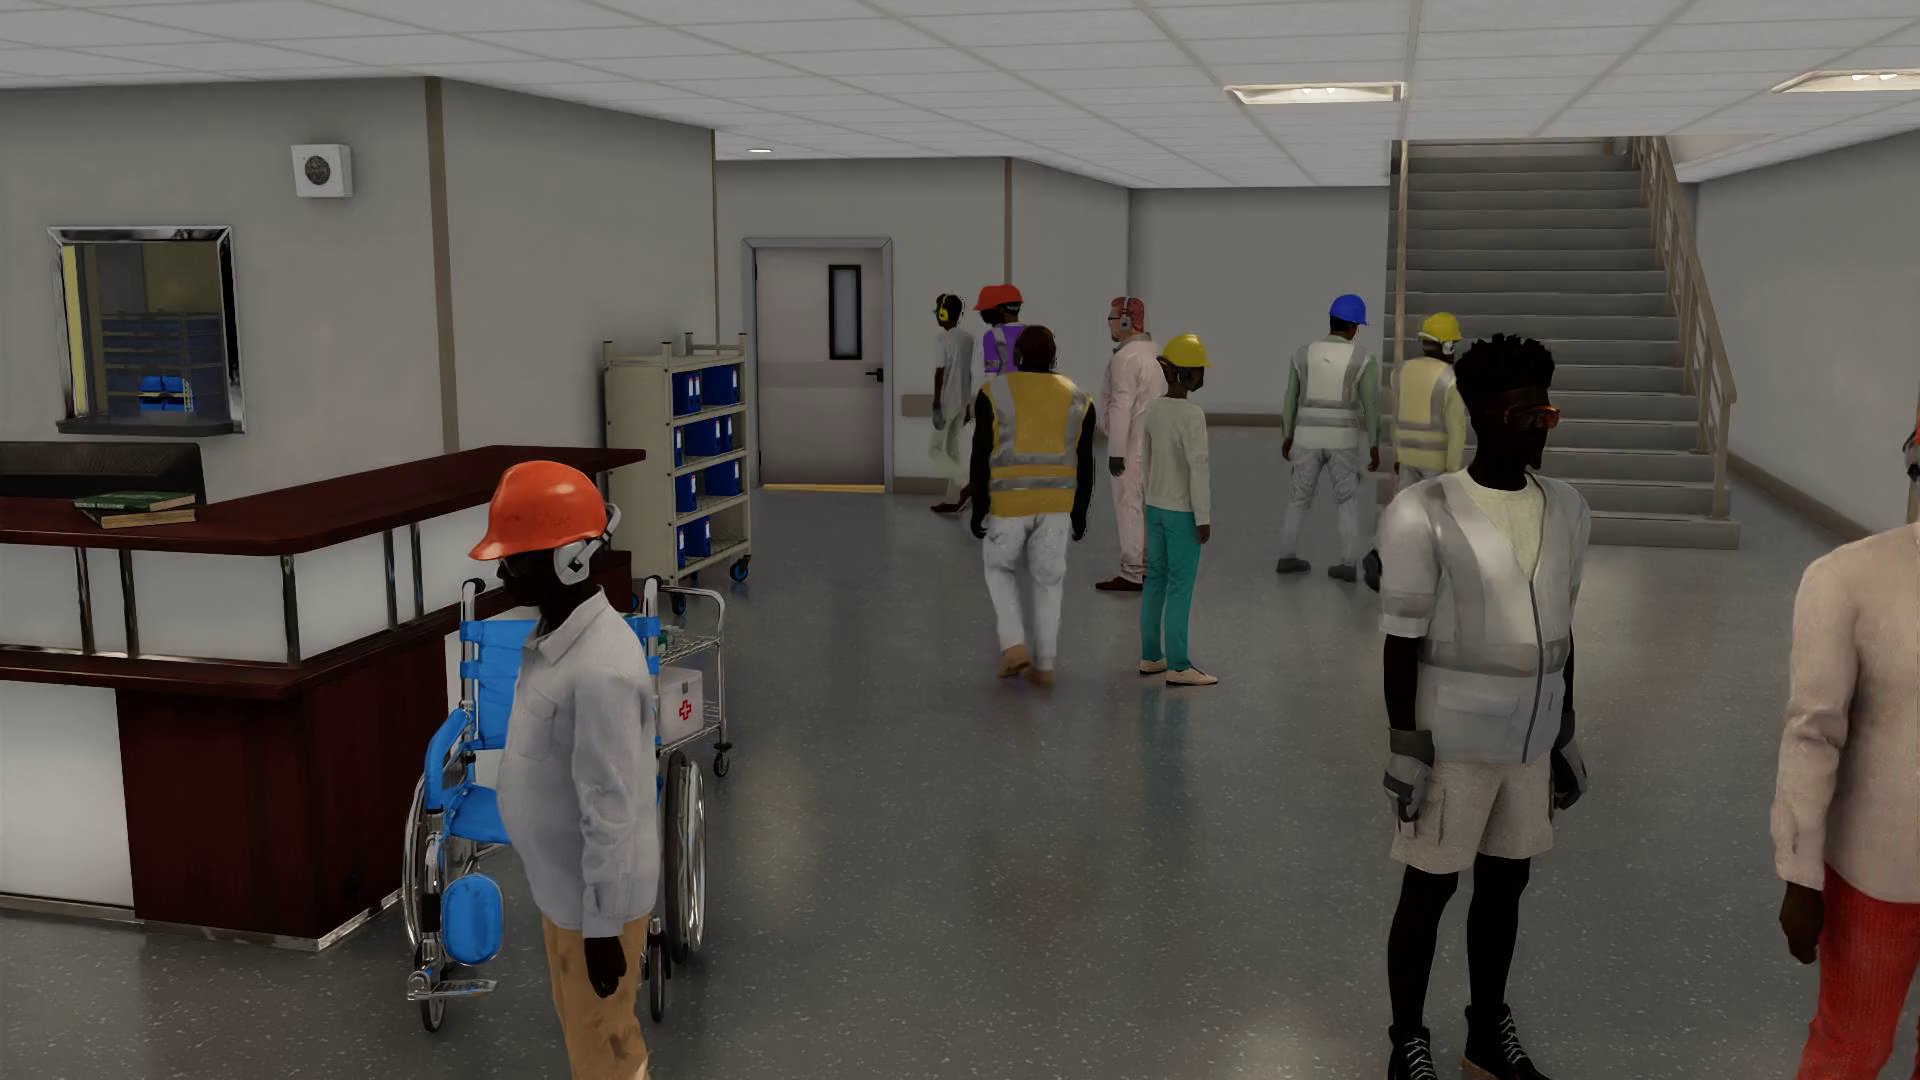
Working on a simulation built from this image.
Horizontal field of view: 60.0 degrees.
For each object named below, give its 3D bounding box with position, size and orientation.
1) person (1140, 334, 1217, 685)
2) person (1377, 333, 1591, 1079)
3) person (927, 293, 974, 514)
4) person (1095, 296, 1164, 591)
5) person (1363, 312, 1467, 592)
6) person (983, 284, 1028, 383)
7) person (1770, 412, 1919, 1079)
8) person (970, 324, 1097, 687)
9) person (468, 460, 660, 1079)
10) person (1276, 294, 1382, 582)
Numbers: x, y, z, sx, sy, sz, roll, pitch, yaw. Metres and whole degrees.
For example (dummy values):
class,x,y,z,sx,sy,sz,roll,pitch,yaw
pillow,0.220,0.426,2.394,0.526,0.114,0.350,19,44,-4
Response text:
class,x,y,z,sx,sy,sz,roll,pitch,yaw
person,1.109,-0.151,8.410,0.310,1.768,0.533,-4,11,-23
person,1.302,0.476,4.125,0.606,1.966,0.367,-4,11,-24
person,-0.032,-1.112,13.821,0.537,1.857,0.530,8,13,39
person,1.092,-0.623,10.806,0.398,1.900,0.645,5,11,25
person,2.907,-0.529,10.490,0.727,1.813,0.593,-7,12,-36
person,0.406,-1.134,13.710,0.543,1.933,0.364,-6,11,-31
person,1.888,0.631,3.210,0.616,1.976,0.457,0,10,1
person,0.360,-0.164,8.338,0.647,1.820,0.439,-2,10,-12
person,-0.814,0.698,3.477,0.352,1.743,0.564,-4,10,-23
person,2.484,-0.681,11.121,0.691,1.915,0.444,5,11,29
